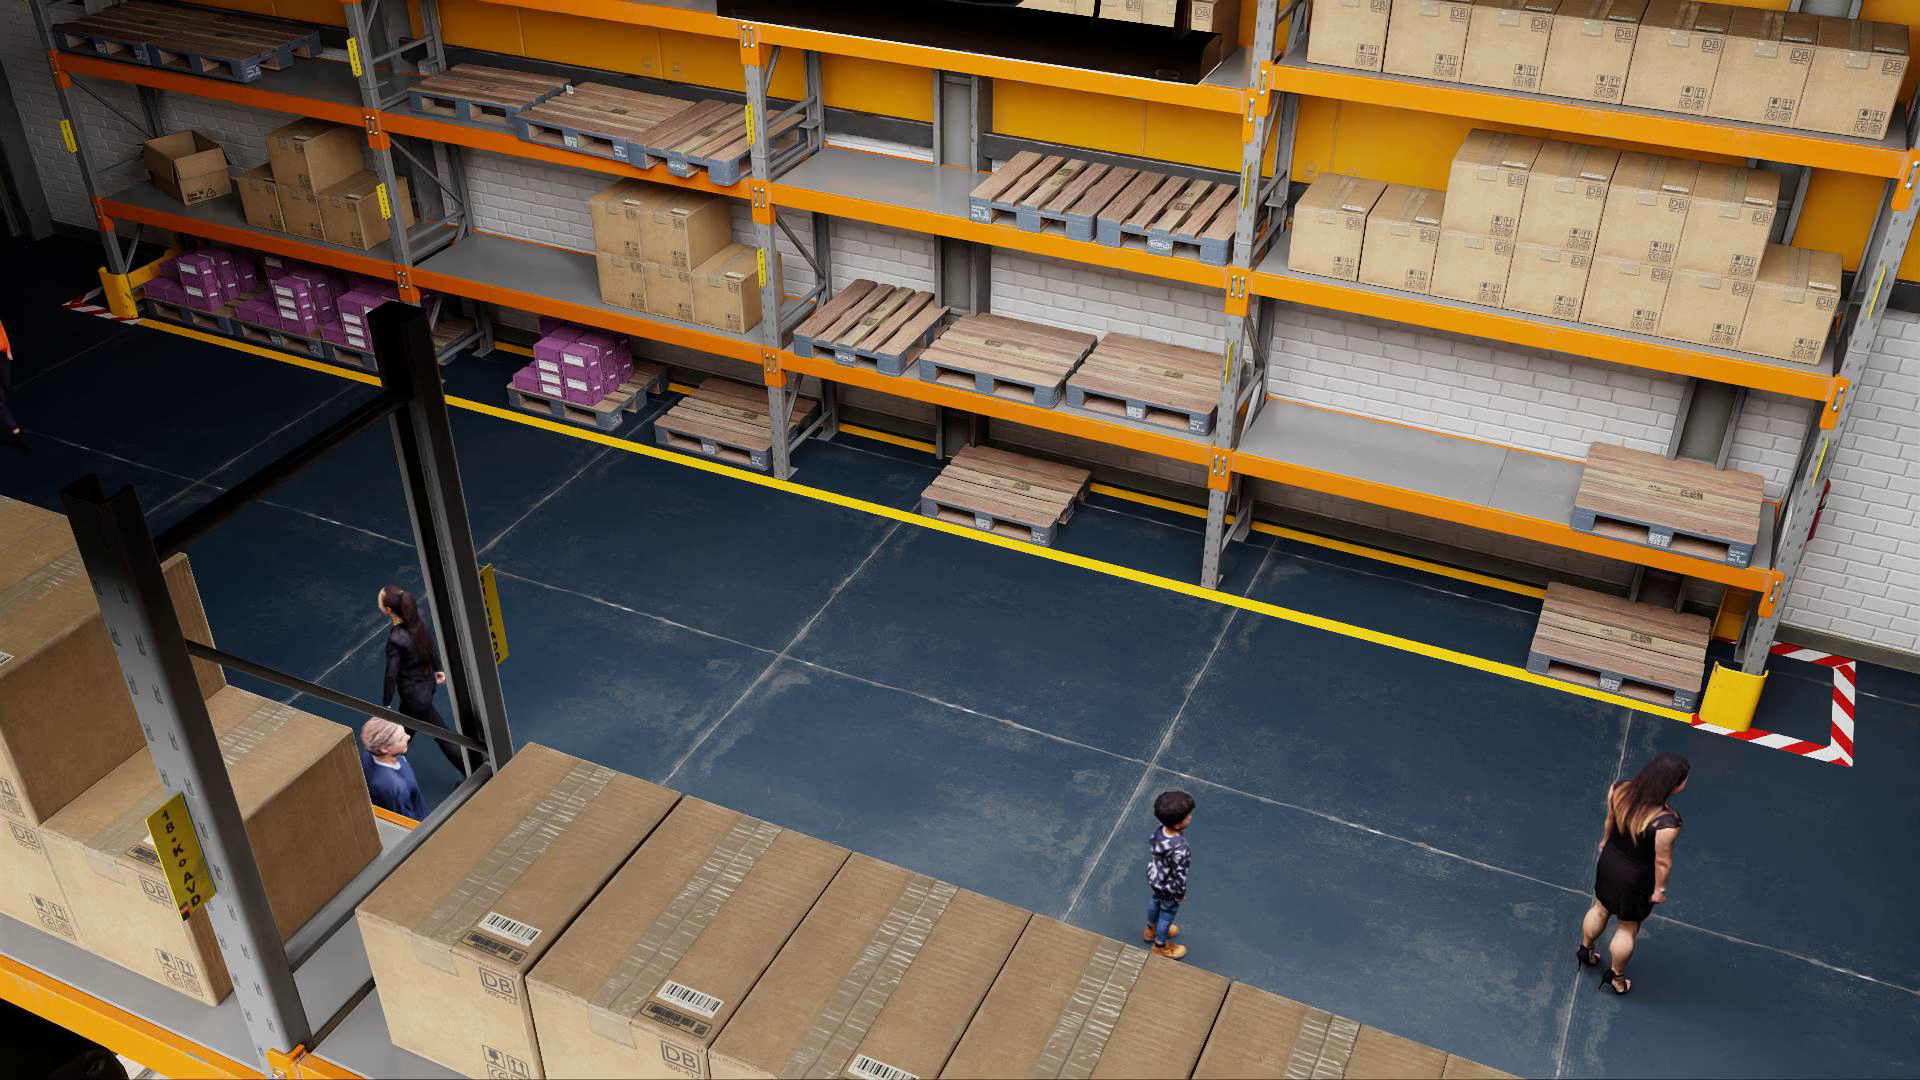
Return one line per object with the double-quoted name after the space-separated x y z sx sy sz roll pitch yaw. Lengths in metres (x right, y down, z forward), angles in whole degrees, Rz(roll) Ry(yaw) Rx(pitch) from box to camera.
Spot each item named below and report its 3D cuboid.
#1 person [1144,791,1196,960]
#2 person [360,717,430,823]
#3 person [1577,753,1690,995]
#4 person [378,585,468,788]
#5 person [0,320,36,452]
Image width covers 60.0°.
1.243 1.993 9.958 0.619 1.248 0.569 -8 34 -12 "person"
-3.252 1.760 9.748 0.797 1.867 0.693 -17 37 -24 "person"
3.880 1.927 9.639 0.818 1.710 0.751 -13 36 -19 "person"
-3.503 1.036 11.018 1.096 1.669 0.794 5 34 8 "person"
-8.826 -1.647 15.000 1.053 1.728 0.667 17 37 24 "person"
